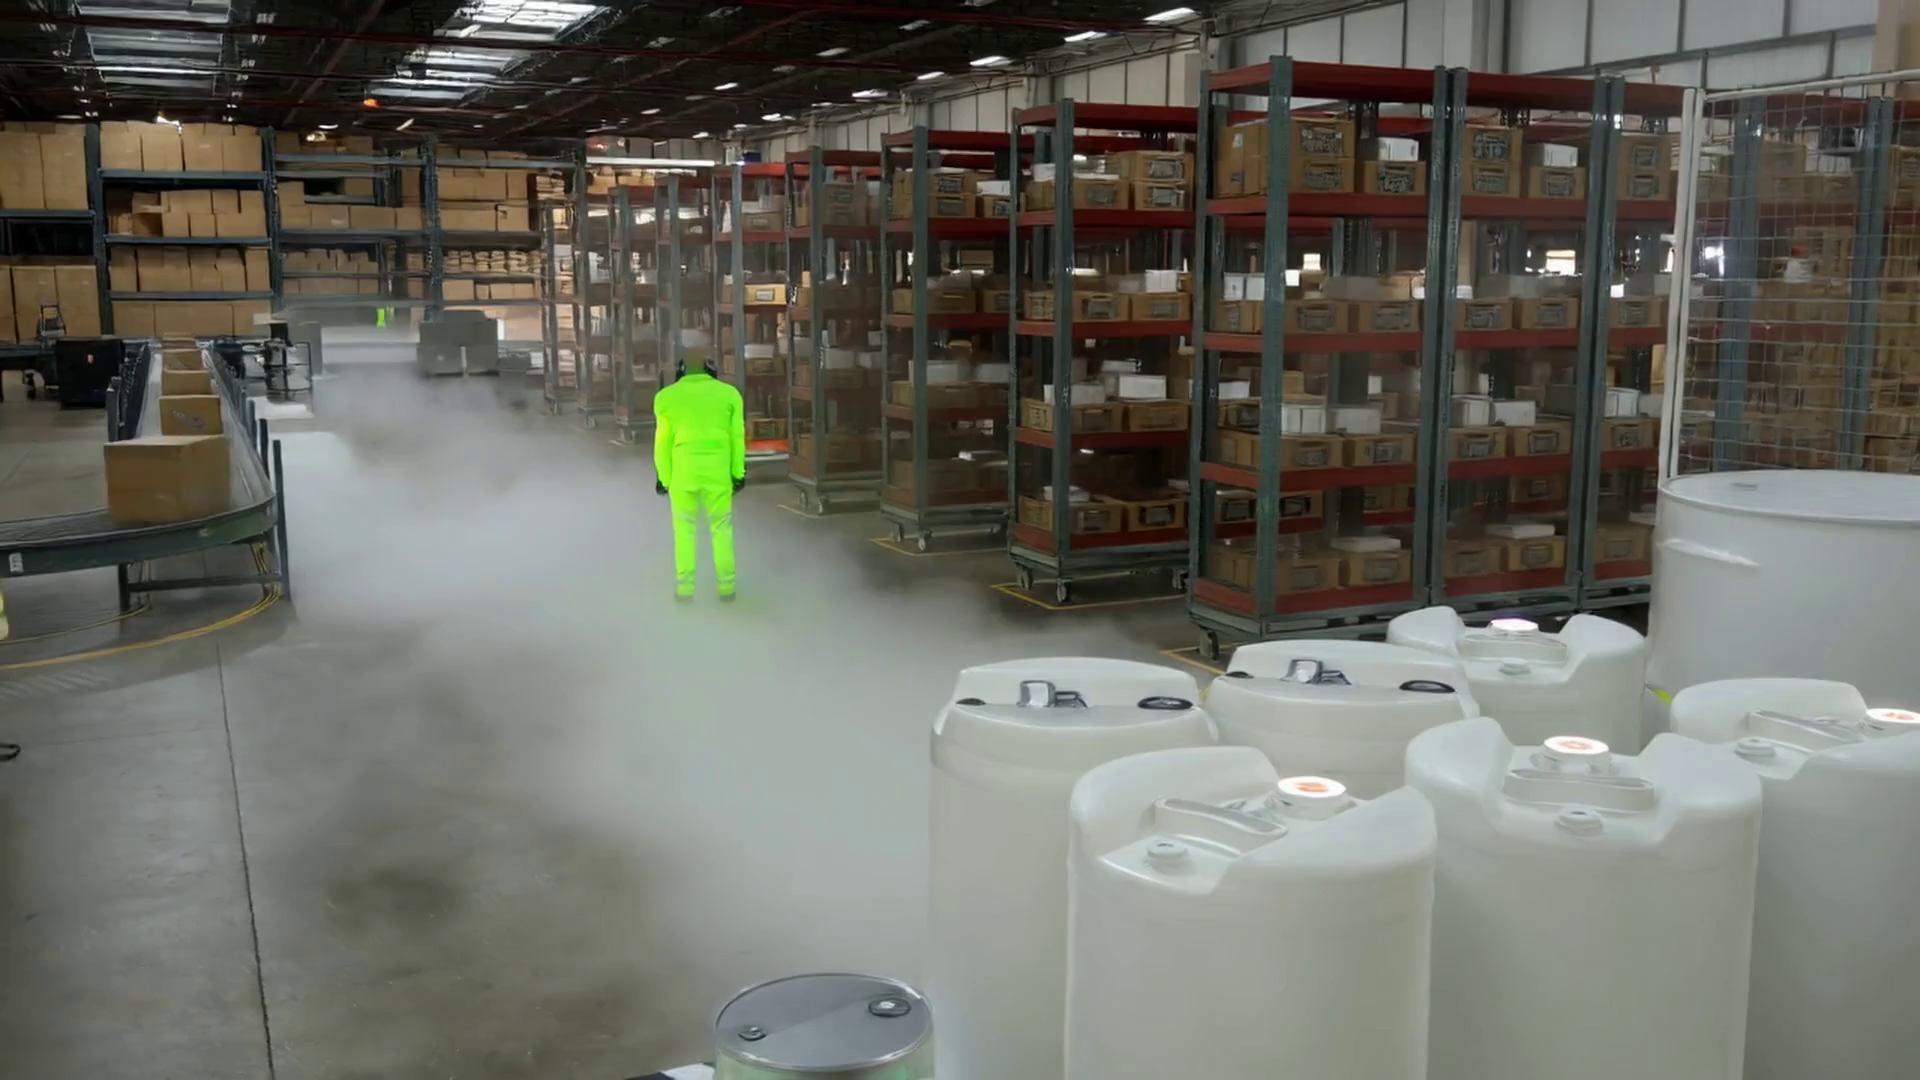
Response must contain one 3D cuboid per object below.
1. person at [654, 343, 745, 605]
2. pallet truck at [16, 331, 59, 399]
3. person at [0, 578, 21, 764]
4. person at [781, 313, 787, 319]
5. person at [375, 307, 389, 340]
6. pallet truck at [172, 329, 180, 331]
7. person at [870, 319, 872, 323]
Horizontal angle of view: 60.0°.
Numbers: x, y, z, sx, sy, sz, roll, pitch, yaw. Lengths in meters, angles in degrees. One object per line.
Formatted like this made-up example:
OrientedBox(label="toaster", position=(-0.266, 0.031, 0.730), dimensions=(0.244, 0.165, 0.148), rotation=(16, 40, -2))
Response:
OrientedBox(label="person", position=(-1.891, -0.476, 12.082), dimensions=(0.652, 1.898, 0.402), rotation=(-2, 9, -15))
OrientedBox(label="pallet truck", position=(-17.082, -3.353, 31.781), dimensions=(1.630, 1.274, 0.653), rotation=(-4, 10, -25))
OrientedBox(label="person", position=(-4.742, 0.292, 7.666), dimensions=(0.608, 1.789, 0.932), rotation=(2, 9, 11))
OrientedBox(label="person", position=(-4.659, -5.978, 45.967), dimensions=(0.607, 1.987, 0.408), rotation=(-6, 11, -32))
OrientedBox(label="person", position=(-19.094, -7.190, 54.630), dimensions=(0.778, 1.607, 0.516), rotation=(-4, 10, -24))
OrientedBox(label="pallet truck", position=(-17.275, -3.851, 35.096), dimensions=(1.601, 1.201, 0.680), rotation=(0, 9, 1))
OrientedBox(label="person", position=(-2.792, -6.520, 49.518), dimensions=(0.477, 1.917, 0.567), rotation=(-6, 11, -32))
